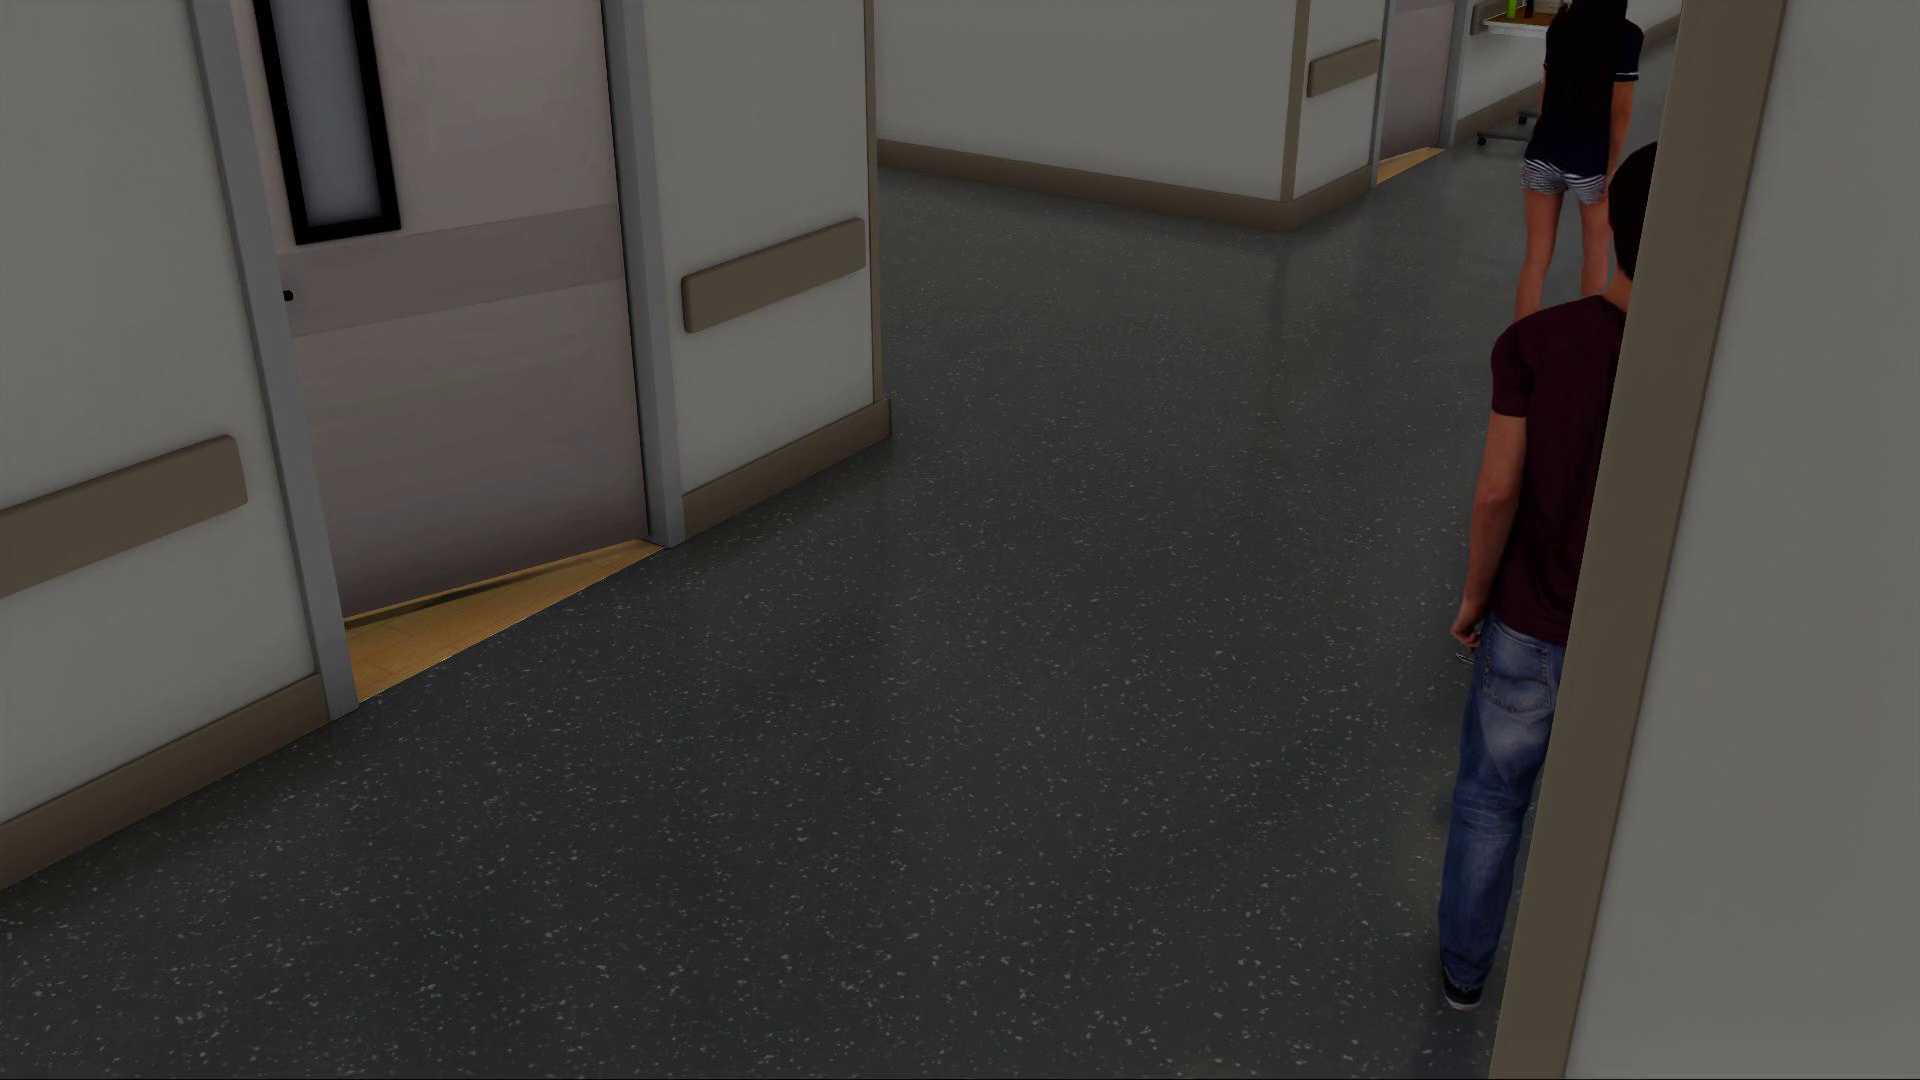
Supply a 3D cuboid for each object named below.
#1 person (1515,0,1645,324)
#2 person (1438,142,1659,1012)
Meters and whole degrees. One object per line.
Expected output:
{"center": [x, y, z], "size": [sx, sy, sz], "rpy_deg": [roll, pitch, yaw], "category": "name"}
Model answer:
{"center": [2.460, -1.505, 6.805], "size": [0.669, 1.738, 0.952], "rpy_deg": [20, 32, 36], "category": "person"}
{"center": [1.224, 0.151, 3.244], "size": [0.691, 1.849, 0.574], "rpy_deg": [13, 28, 24], "category": "person"}
